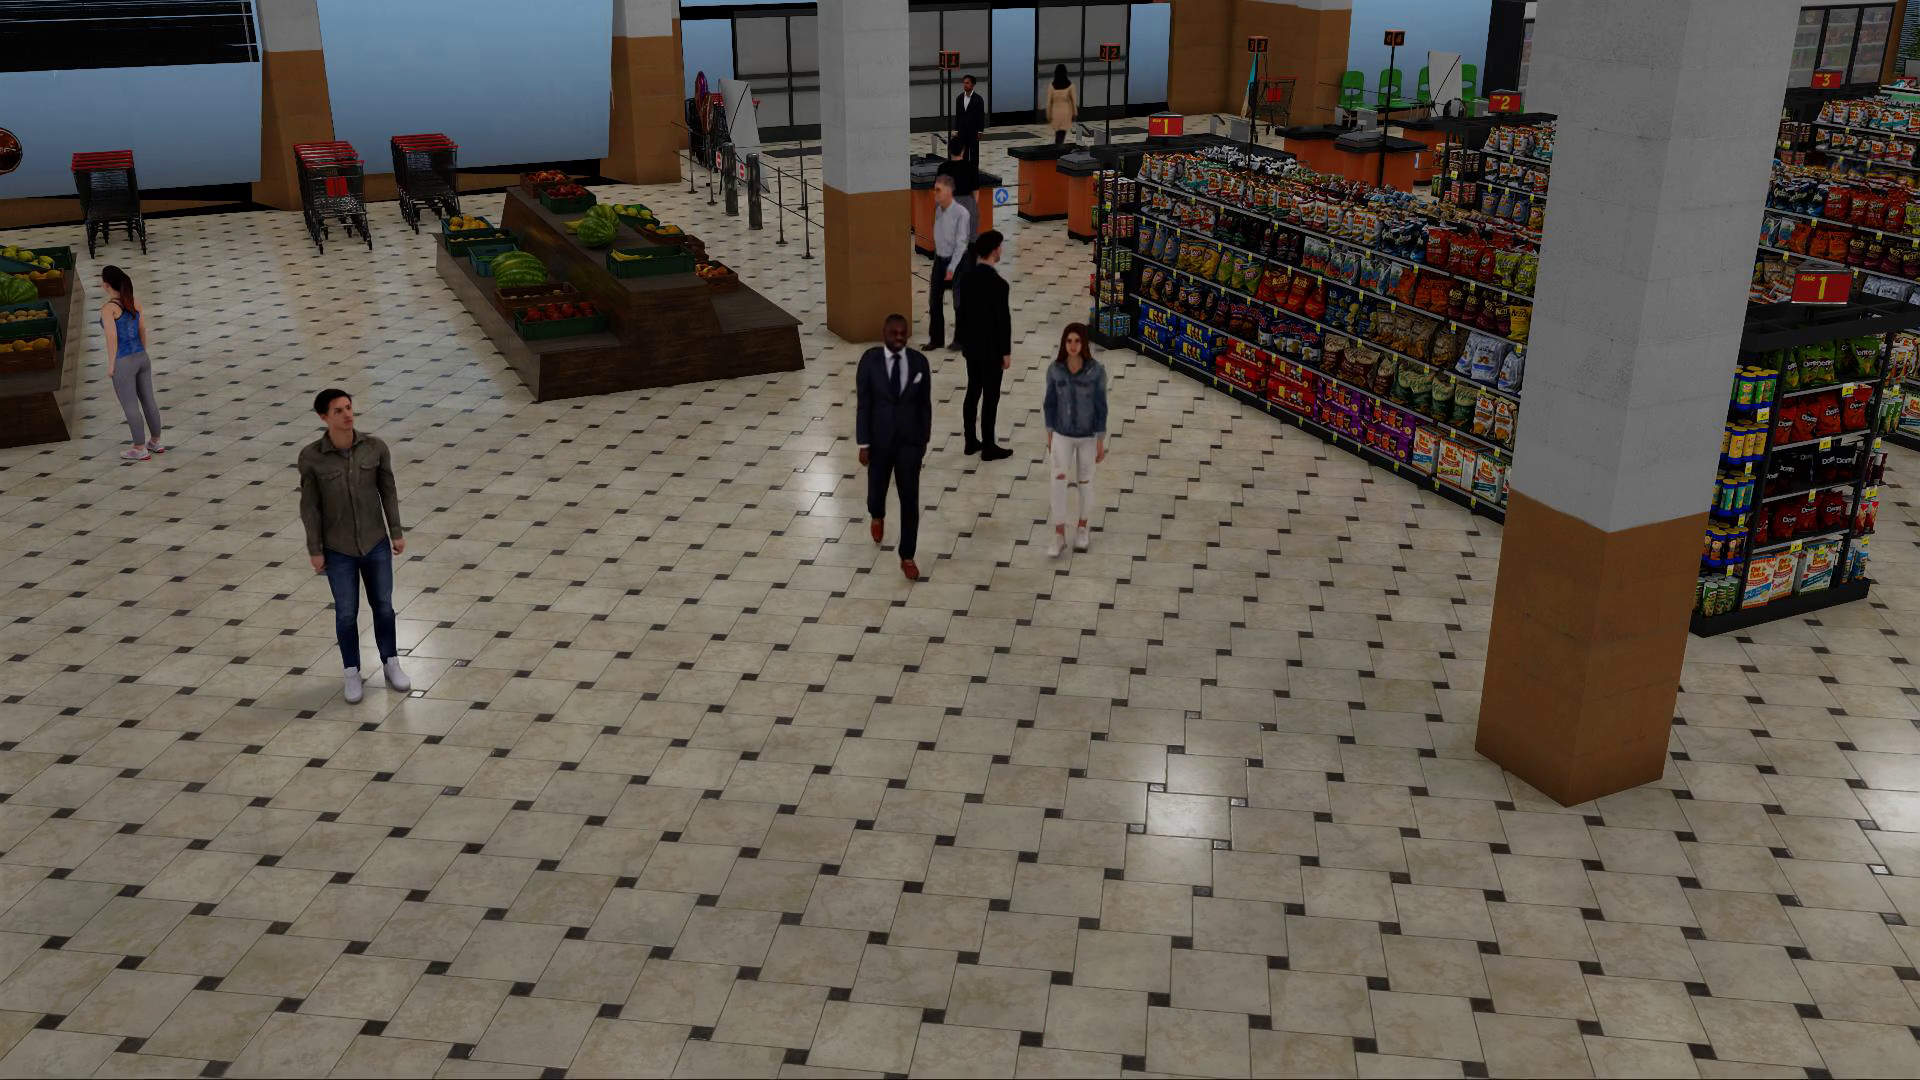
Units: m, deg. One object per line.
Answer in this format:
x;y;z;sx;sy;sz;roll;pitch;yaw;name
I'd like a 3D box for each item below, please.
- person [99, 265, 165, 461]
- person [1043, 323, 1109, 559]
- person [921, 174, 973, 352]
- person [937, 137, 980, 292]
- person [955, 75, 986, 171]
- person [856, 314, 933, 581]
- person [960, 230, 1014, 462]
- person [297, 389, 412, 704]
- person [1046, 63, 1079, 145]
-6.866;-1.471;13.740;0.722;1.610;0.656;7;23;16;person
0.842;-0.738;11.823;0.834;1.678;0.907;4;22;9;person
-0.019;-2.783;16.760;0.867;1.792;0.882;18;28;38;person
-0.017;-3.781;19.291;0.739;1.756;0.732;-3;22;-6;person
0.151;-6.230;25.428;0.663;1.725;0.773;12;25;28;person
-0.481;-0.688;11.543;0.924;1.794;1.193;-3;22;-6;person
0.198;-1.595;13.673;0.824;1.889;0.660;-18;28;-38;person
-3.530;0.009;9.712;0.729;1.866;0.613;-13;25;-29;person
1.647;-6.884;27.182;1.062;1.632;1.156;6;23;15;person
